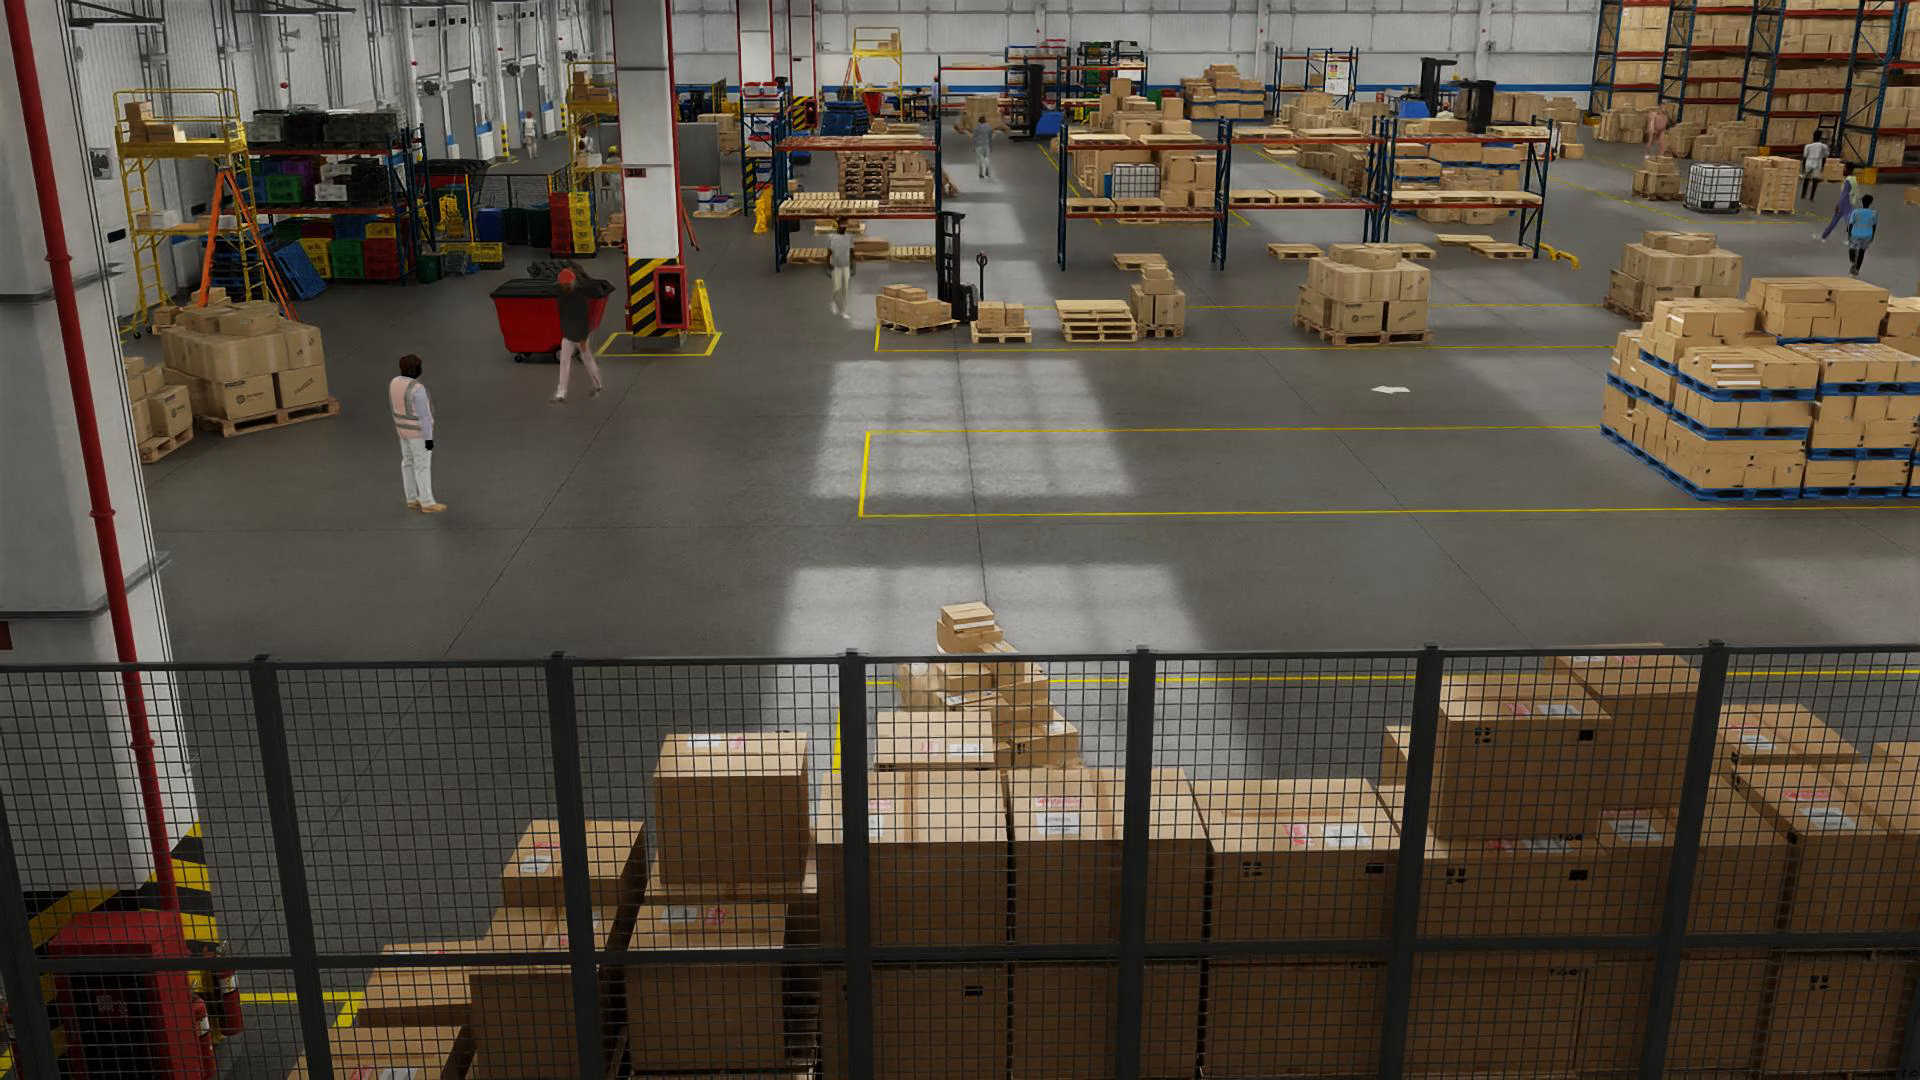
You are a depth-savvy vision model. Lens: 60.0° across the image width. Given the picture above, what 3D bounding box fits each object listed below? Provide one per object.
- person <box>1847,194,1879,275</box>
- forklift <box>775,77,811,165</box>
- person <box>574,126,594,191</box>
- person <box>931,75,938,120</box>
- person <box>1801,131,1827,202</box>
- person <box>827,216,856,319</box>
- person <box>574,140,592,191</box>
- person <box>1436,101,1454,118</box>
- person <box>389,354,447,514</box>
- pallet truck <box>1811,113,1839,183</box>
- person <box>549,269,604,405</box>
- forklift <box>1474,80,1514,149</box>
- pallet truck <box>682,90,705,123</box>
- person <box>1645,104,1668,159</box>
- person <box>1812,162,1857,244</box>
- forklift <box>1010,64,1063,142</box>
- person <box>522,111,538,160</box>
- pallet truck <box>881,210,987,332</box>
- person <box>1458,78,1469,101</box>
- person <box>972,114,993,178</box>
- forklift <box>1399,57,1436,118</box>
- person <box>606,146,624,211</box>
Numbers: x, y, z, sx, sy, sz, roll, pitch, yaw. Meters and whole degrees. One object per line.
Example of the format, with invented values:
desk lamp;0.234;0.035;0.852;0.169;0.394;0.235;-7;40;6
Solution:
person;18.655;-6.298;34.403;0.540;1.683;0.493;7;20;19
forklift;-5.920;-13.893;55.085;1.873;2.768;1.129;-1;19;-1
person;-10.832;-10.958;47.916;0.572;1.883;0.353;1;19;4
person;-1.048;-19.436;73.010;0.392;1.929;0.588;-8;20;-22
person;23.627;-10.343;46.047;0.600;1.926;1.009;8;20;22
person;-2.139;-4.932;30.077;0.556;1.856;0.405;-9;21;-24
person;-10.105;-9.825;44.680;0.517;1.809;0.930;-11;22;-30
person;16.408;-13.844;56.344;0.607;1.964;0.687;6;20;17
person;-6.245;-1.222;19.098;0.624;1.844;0.430;15;24;38
pallet truck;26.403;-11.957;50.702;0.823;1.965;1.885;6;19;16
person;-5.571;-2.960;24.102;0.626;1.944;1.029;10;21;27
forklift;16.708;-13.248;53.174;1.873;2.768;1.129;-1;19;-1
pallet truck;-9.671;-15.907;62.421;0.823;1.965;1.885;5;19;15
person;23.803;-13.903;56.711;0.638;1.851;1.054;-2;19;-5
person;20.484;-7.817;38.620;0.987;1.862;0.614;12;22;32
forklift;2.918;-16.563;63.005;1.873;2.768;1.129;-3;19;-7
person;-14.715;-13.862;56.964;0.527;1.592;0.849;-3;19;-8
pallet truck;-0.493;-4.759;29.349;1.885;1.965;0.823;-13;23;-34
person;21.478;-18.637;70.678;0.968;1.888;0.621;3;19;9
person;0.680;-12.195;51.517;0.653;1.926;0.432;-7;20;-19
forklift;19.254;-18.500;68.753;1.873;2.768;1.129;-1;19;-1
person;-9.100;-9.554;44.013;0.490;1.718;0.753;-16;24;-40
